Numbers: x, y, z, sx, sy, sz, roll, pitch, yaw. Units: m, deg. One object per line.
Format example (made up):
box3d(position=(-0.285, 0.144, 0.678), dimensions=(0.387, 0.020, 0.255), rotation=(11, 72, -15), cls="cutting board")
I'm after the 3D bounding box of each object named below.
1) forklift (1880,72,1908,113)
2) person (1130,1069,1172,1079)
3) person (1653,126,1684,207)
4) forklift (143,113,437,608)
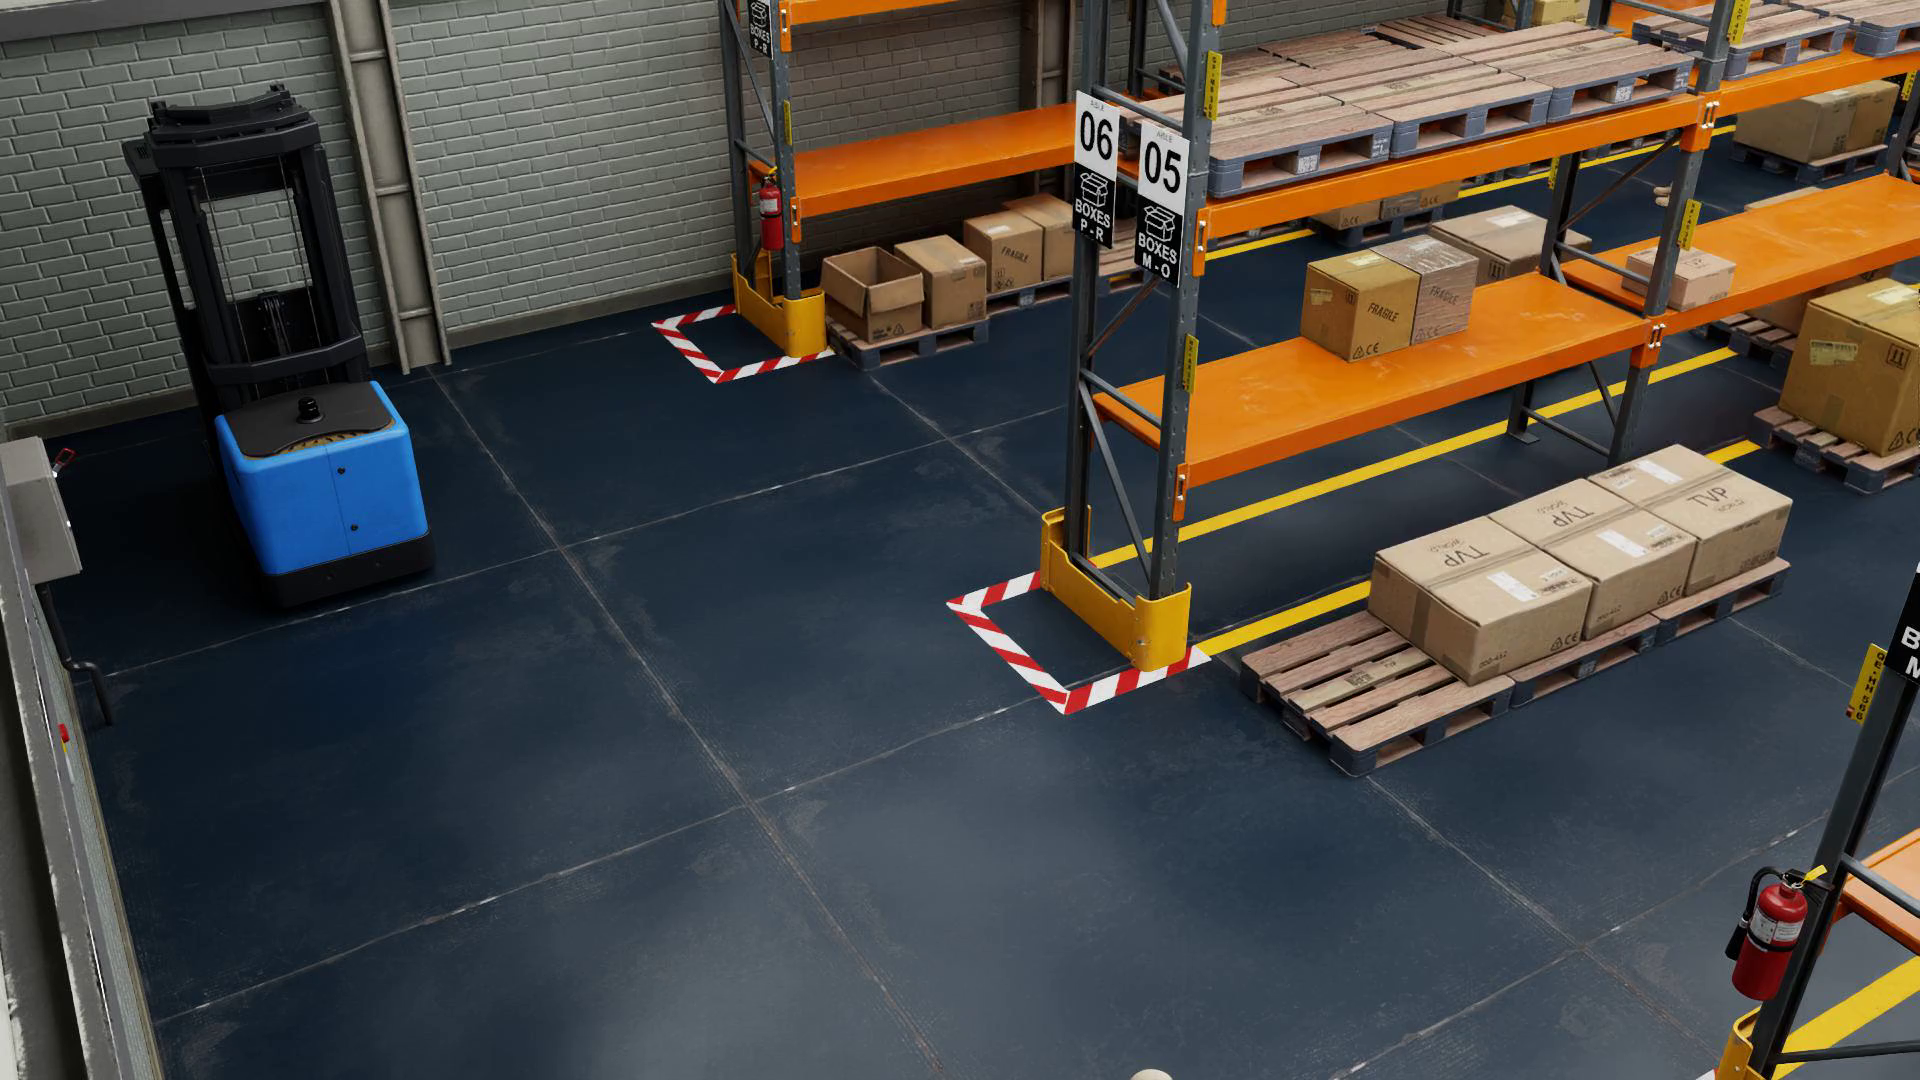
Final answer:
box3d(position=(11.468, -5.645, 18.244), dimensions=(1.214, 2.155, 2.313), rotation=(-17, 36, -26), cls="forklift")
box3d(position=(0.573, 2.399, 5.610), dimensions=(0.594, 1.796, 0.394), rotation=(-9, 33, -14), cls="person")
box3d(position=(7.152, -4.175, 16.194), dimensions=(0.403, 1.850, 0.523), rotation=(11, 33, 17), cls="person")
box3d(position=(-4.289, -1.259, 10.509), dimensions=(1.129, 2.768, 1.873), rotation=(-17, 36, -26), cls="forklift")
